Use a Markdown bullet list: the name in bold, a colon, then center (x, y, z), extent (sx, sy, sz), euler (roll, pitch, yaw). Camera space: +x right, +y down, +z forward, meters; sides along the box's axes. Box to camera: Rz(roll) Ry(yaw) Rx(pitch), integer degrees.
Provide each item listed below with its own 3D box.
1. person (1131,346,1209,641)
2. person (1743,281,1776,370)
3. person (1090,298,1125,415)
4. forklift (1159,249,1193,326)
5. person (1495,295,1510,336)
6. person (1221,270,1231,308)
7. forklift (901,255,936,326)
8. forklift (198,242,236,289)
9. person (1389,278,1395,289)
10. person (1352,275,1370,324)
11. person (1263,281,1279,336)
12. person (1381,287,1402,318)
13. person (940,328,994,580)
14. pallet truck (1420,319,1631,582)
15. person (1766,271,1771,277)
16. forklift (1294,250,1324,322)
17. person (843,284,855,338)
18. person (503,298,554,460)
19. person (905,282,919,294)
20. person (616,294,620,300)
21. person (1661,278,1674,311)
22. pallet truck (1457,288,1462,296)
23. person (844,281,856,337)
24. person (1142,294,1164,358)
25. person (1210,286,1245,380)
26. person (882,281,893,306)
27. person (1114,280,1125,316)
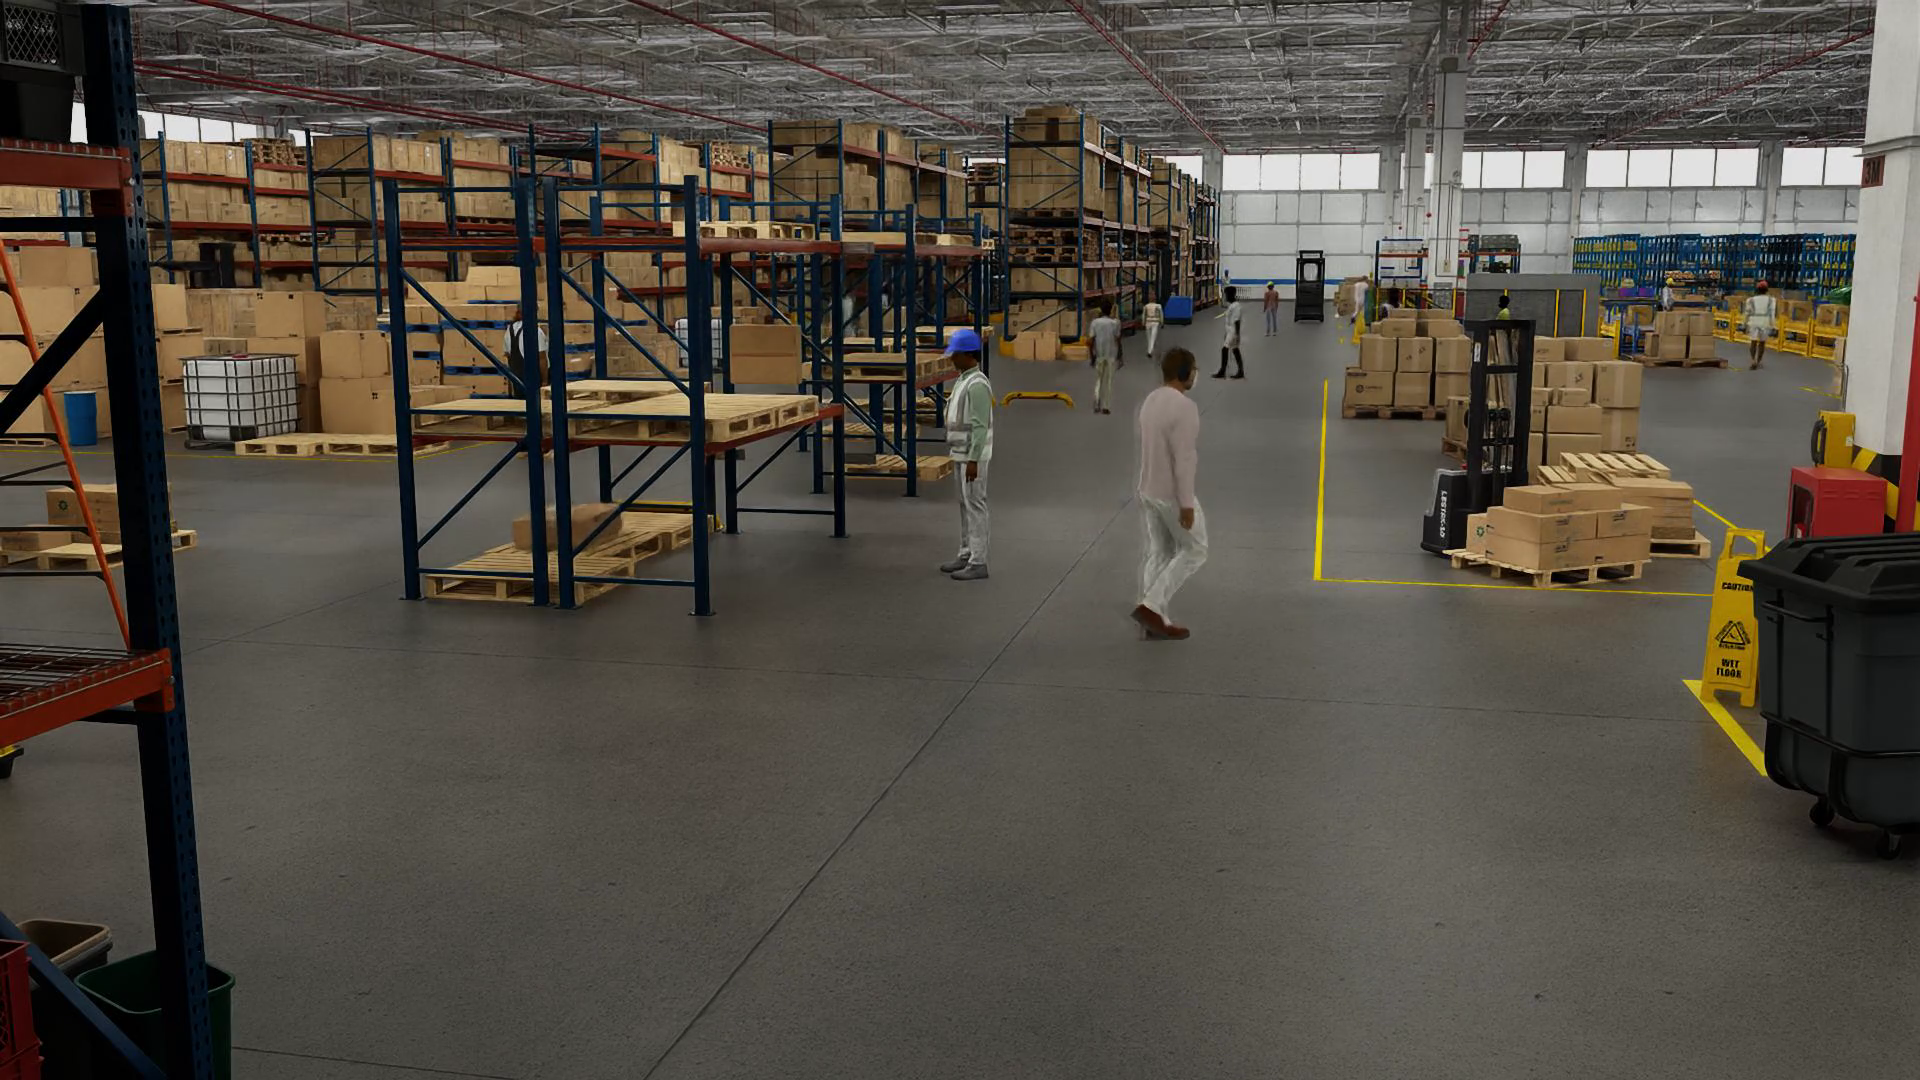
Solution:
- **person**: center (1.366, -0.278, 10.687), extent (0.428, 1.920, 0.656), euler (-3, 10, -17)
- **person**: center (17.961, -4.820, 37.378), extent (0.619, 2.006, 1.066), euler (4, 10, 24)
- **person**: center (2.350, -2.914, 26.515), extent (0.522, 1.850, 0.429), euler (3, 10, 16)
- **forklift**: center (7.646, -9.320, 61.395), extent (1.873, 2.768, 1.129), euler (2, 10, 11)
- **person**: center (11.761, -4.451, 36.061), extent (0.315, 1.696, 0.540), euler (2, 10, 14)
- **person**: center (13.577, -12.823, 84.894), extent (0.612, 1.947, 0.388), euler (-5, 11, -26)
- **forklift**: center (-1.145, -5.860, 40.905), extent (1.129, 2.768, 1.873), euler (2, 10, 12)
- **forklift**: center (-15.738, -4.935, 35.431), extent (1.129, 2.768, 1.873), euler (7, 12, 37)
- **person**: center (21.753, -12.403, 83.413), extent (0.556, 1.612, 0.338), euler (-4, 10, -23)
- **person**: center (15.088, -9.014, 62.535), extent (0.659, 1.882, 0.578), euler (9, 13, 44)
- **person**: center (10.083, -7.508, 53.985), extent (0.522, 1.761, 0.321), euler (-4, 10, -21)
- **person**: center (8.821, -4.226, 34.117), extent (0.608, 1.907, 0.474), euler (-8, 12, -40)
- **person**: center (0.068, -0.668, 12.911), extent (0.380, 1.950, 0.605), euler (-2, 10, -13)
- **pallet truck**: center (4.543, -0.757, 13.299), extent (0.823, 1.965, 1.885), euler (-4, 10, -22)
- **person**: center (39.079, -12.007, 79.905), extent (0.797, 2.011, 0.630), euler (3, 10, 17)
- **forklift**: center (13.778, -10.002, 65.433), extent (1.129, 2.768, 1.873), euler (2, 10, 12)
- **person**: center (-2.549, -4.693, 36.846), extent (0.625, 1.912, 0.624), euler (-9, 13, -43)
- **person**: center (-5.270, -2.003, 20.552), extent (0.682, 2.000, 0.537), euler (7, 12, 37)
- **person**: center (-1.413, -6.315, 46.266), extent (0.639, 1.975, 0.624), euler (5, 11, 28)
- **person**: center (-8.435, -5.239, 40.926), extent (0.522, 1.631, 0.317), euler (0, 10, -1)
- **person**: center (24.696, -8.224, 58.055), extent (0.403, 1.819, 0.599), euler (6, 12, 34)
- **pallet truck**: center (20.506, -9.785, 68.819), extent (0.653, 1.274, 1.630), euler (2, 10, 12)
- **person**: center (-2.867, -5.553, 41.918), extent (0.619, 1.926, 0.642), euler (-8, 12, -39)
- **person**: center (4.852, -5.423, 42.083), extent (0.515, 1.604, 0.802), euler (5, 11, 28)
- **person**: center (5.491, -4.240, 34.126), extent (0.849, 1.921, 0.670), euler (1, 10, 4)
- **person**: center (-1.963, -5.619, 42.362), extent (0.681, 1.917, 0.544), euler (-8, 13, -40)
- **person**: center (5.762, -8.522, 60.074), extent (0.883, 1.726, 0.527), euler (2, 10, 9)
